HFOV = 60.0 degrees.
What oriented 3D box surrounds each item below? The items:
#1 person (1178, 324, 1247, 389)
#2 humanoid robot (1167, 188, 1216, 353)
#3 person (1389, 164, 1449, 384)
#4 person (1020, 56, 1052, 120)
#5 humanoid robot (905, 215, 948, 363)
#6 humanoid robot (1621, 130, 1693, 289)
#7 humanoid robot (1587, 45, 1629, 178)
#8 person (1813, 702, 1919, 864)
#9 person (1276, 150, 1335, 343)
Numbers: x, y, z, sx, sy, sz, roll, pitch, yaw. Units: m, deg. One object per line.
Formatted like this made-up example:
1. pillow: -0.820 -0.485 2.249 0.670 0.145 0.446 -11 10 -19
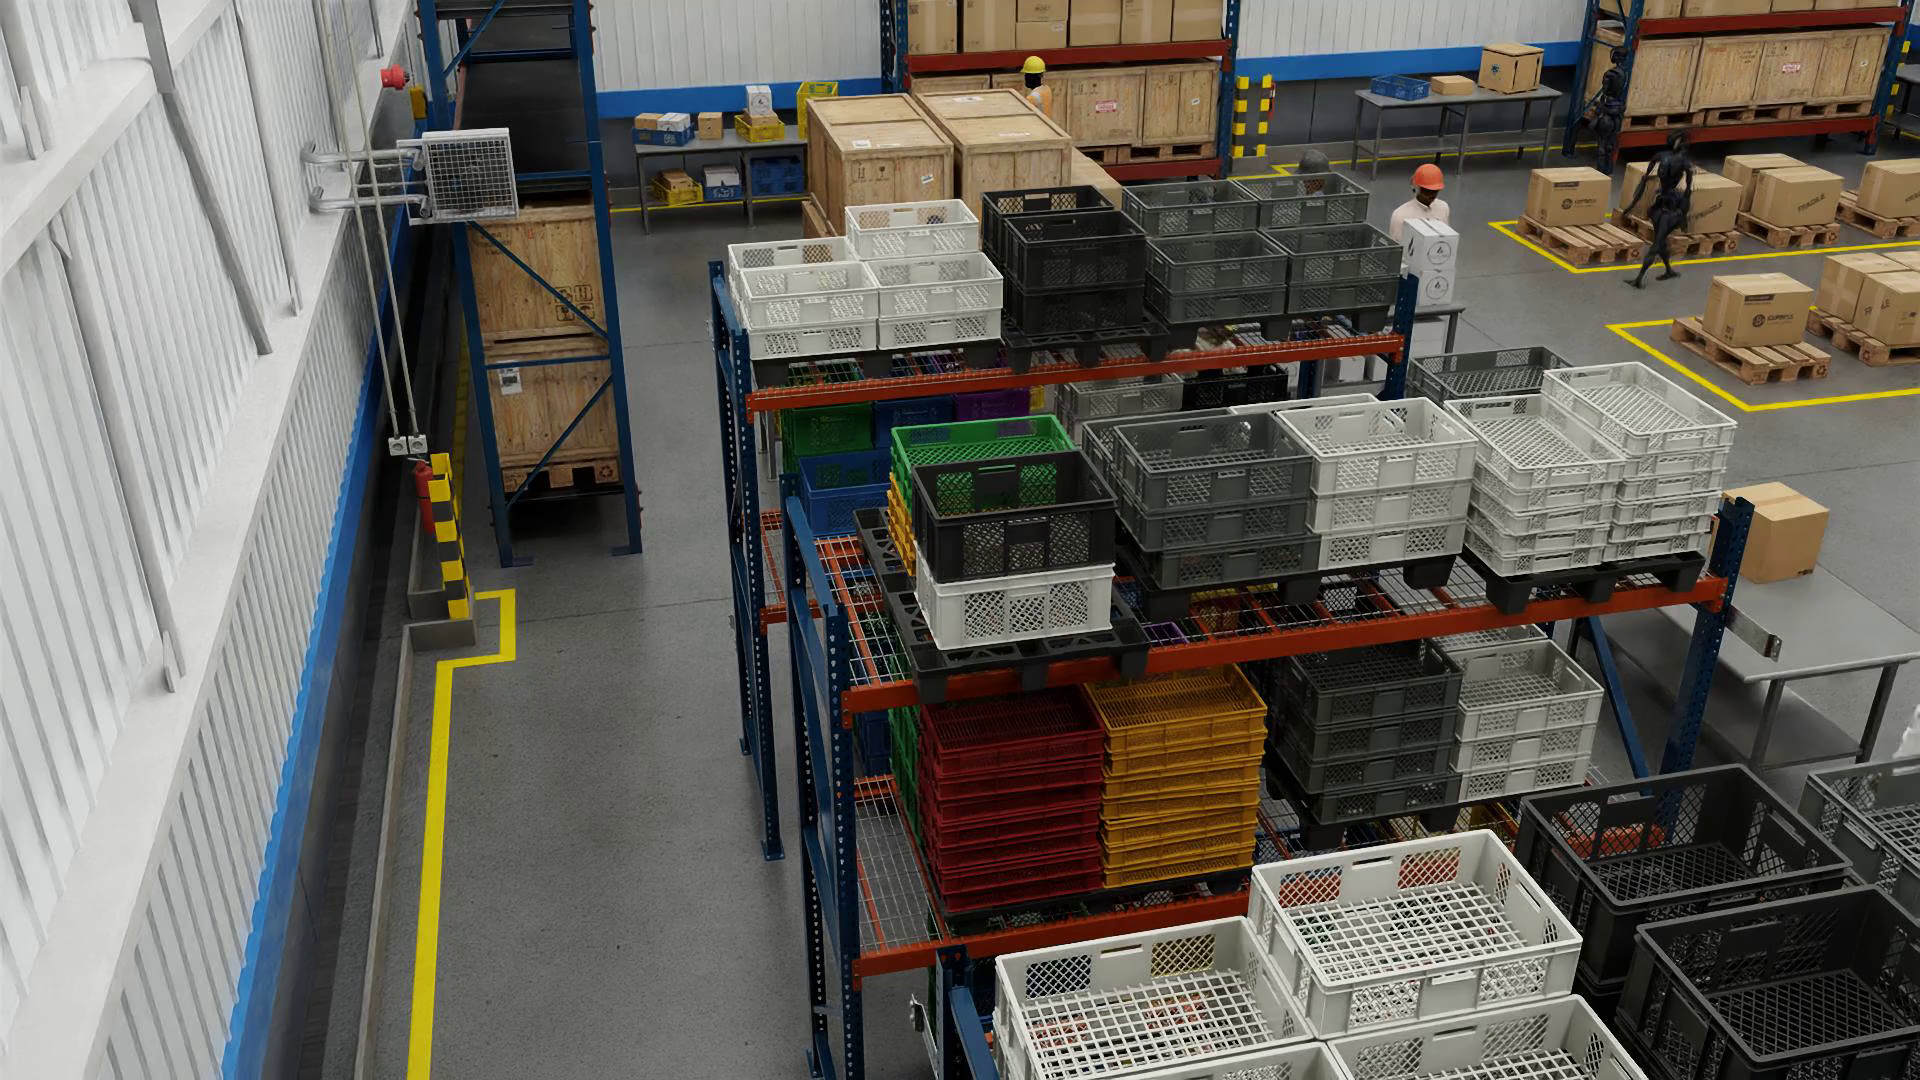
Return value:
1. person: 1.832 -0.975 12.320 0.535 1.733 0.663 -5 28 -10
2. humanoid robot: 2.072 -2.340 14.959 0.590 1.659 0.327 -10 29 -18
3. person: 4.006 -2.335 14.643 0.616 1.990 0.394 -12 30 -22
4. person: 0.829 -4.468 18.744 0.368 1.925 0.594 11 30 19
5. humanoid robot: -0.211 -1.987 14.292 0.598 1.655 0.324 -10 30 -19
6. humanoid robot: 7.217 -3.396 17.029 0.809 1.622 0.559 -9 29 -16
7. humanoid robot: 7.967 -5.231 20.446 0.323 1.657 0.596 24 36 38
8. person: 4.826 1.109 8.261 0.931 1.835 0.586 21 34 34
9. person: 3.069 -2.478 14.850 0.537 2.000 0.673 5 28 9
